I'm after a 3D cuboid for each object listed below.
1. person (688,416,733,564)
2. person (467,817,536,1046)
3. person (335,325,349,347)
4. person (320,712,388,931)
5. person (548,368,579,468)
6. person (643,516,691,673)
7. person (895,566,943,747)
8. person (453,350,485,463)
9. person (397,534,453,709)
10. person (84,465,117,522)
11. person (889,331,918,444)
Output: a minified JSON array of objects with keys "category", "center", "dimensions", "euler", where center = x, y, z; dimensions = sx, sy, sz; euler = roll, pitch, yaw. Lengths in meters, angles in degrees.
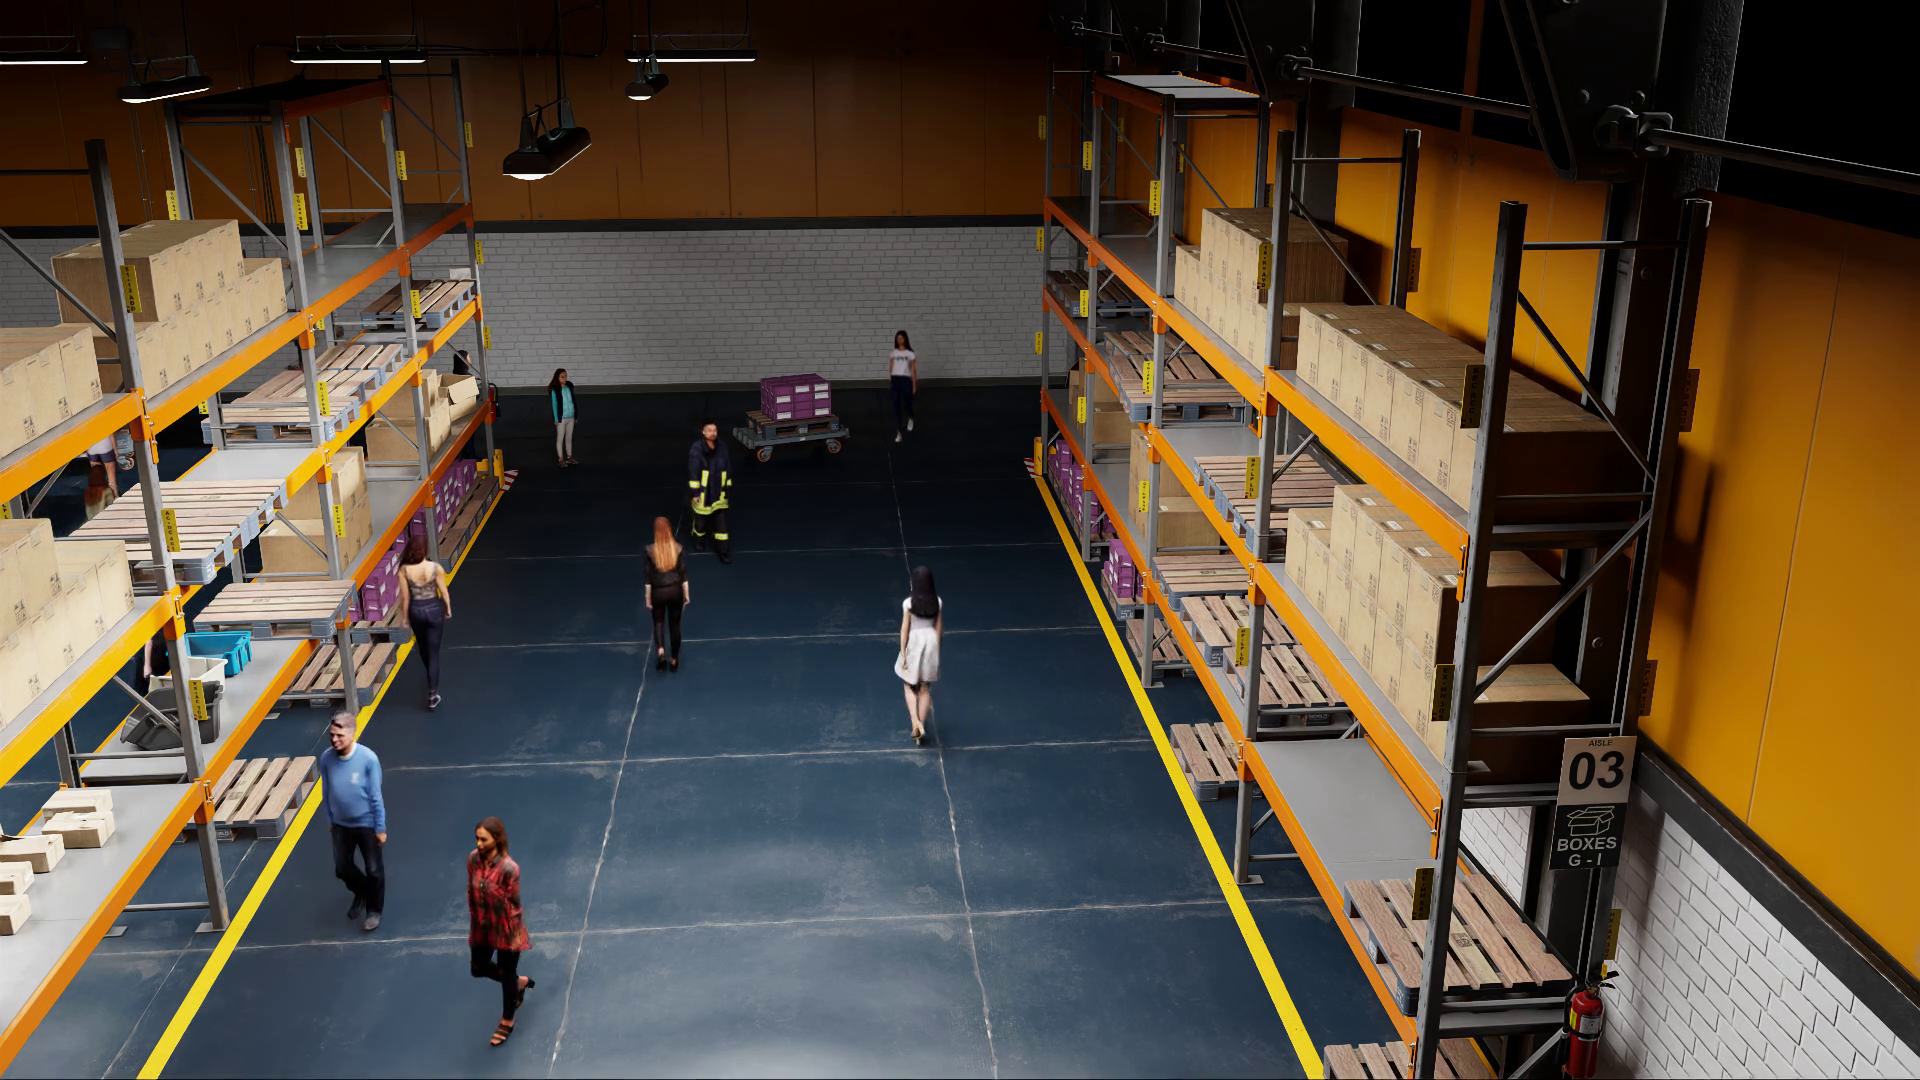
[{"category":"person","center":[-3.188,-0.659,21.019],"dimensions":[0.931,1.835,1.184],"euler":[-7,20,-20]},{"category":"person","center":[-3.128,2.639,11.447],"dimensions":[0.792,1.694,0.858],"euler":[9,21,25]},{"category":"person","center":[-10.153,-2.706,27.321],"dimensions":[0.662,1.693,0.659],"euler":[4,19,11]},{"category":"person","center":[-4.607,2.116,12.824],"dimensions":[0.705,1.805,0.692],"euler":[1,19,4]},{"category":"person","center":[-5.985,-1.864,25.121],"dimensions":[0.748,1.501,0.686],"euler":[14,23,36]},{"category":"person","center":[-3.073,0.610,17.460],"dimensions":[0.632,1.701,0.722],"euler":[-3,19,-8]},{"category":"person","center":[-0.319,1.141,15.796],"dimensions":[0.656,1.757,0.742],"euler":[-5,19,-15]},{"category":"person","center":[-7.503,-2.023,25.219],"dimensions":[0.635,1.740,0.704],"euler":[17,25,41]},{"category":"person","center":[-5.372,0.846,16.739],"dimensions":[0.649,1.715,1.160],"euler":[-3,19,-8]},{"category":"person","center":[-10.427,-0.171,20.156],"dimensions":[0.748,1.460,0.805],"euler":[8,20,22]},{"category":"person","center":[-0.901,-2.461,26.492],"dimensions":[0.801,1.757,1.102],"euler":[4,19,12]}]
